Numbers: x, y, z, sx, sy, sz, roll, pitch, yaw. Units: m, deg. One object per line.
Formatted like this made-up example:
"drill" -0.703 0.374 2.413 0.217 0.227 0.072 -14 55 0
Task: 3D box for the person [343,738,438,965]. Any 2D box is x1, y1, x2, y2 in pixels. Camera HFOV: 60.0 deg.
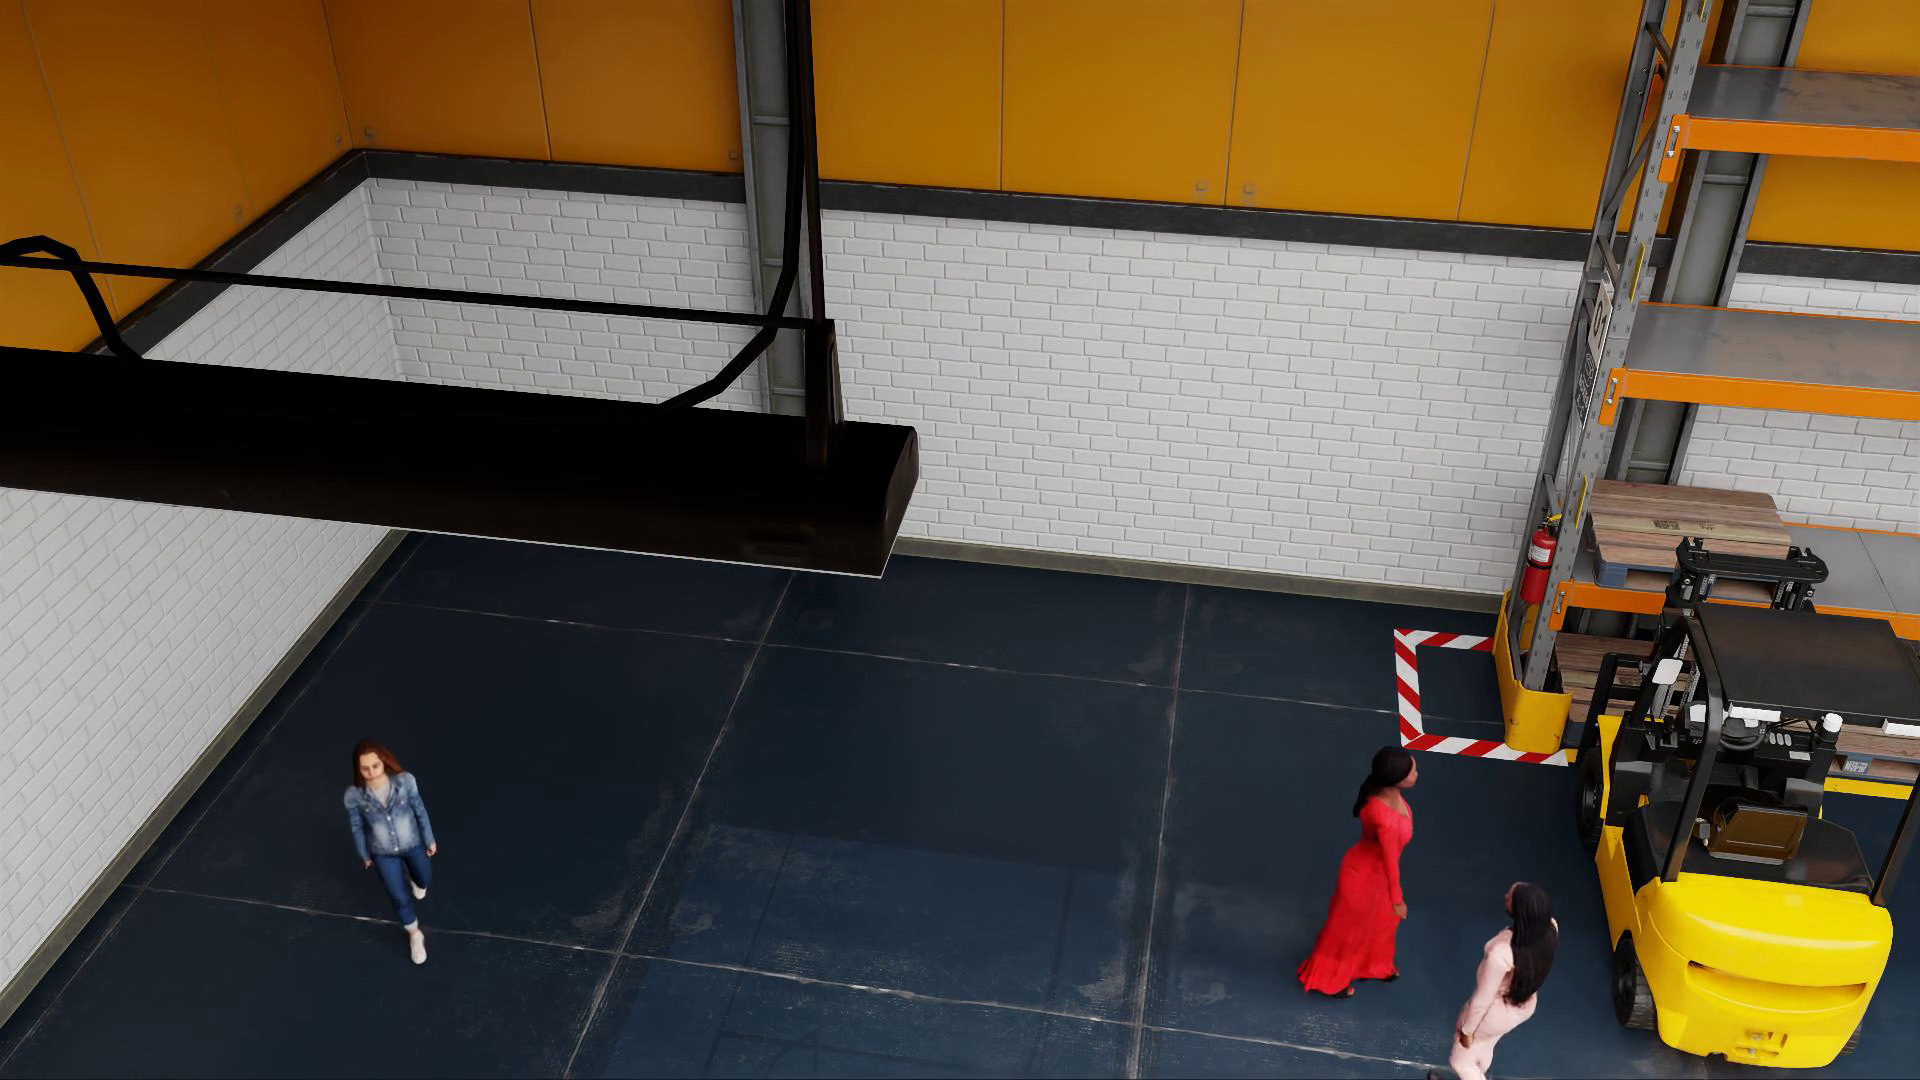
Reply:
"person" -3.168 1.665 9.343 0.868 1.467 0.887 -15 36 -21

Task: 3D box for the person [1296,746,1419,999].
"person" 2.076 1.803 8.872 0.801 1.769 0.660 8 35 12

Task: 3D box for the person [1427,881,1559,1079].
"person" 2.669 2.341 8.109 0.976 1.707 1.033 -21 39 -28
